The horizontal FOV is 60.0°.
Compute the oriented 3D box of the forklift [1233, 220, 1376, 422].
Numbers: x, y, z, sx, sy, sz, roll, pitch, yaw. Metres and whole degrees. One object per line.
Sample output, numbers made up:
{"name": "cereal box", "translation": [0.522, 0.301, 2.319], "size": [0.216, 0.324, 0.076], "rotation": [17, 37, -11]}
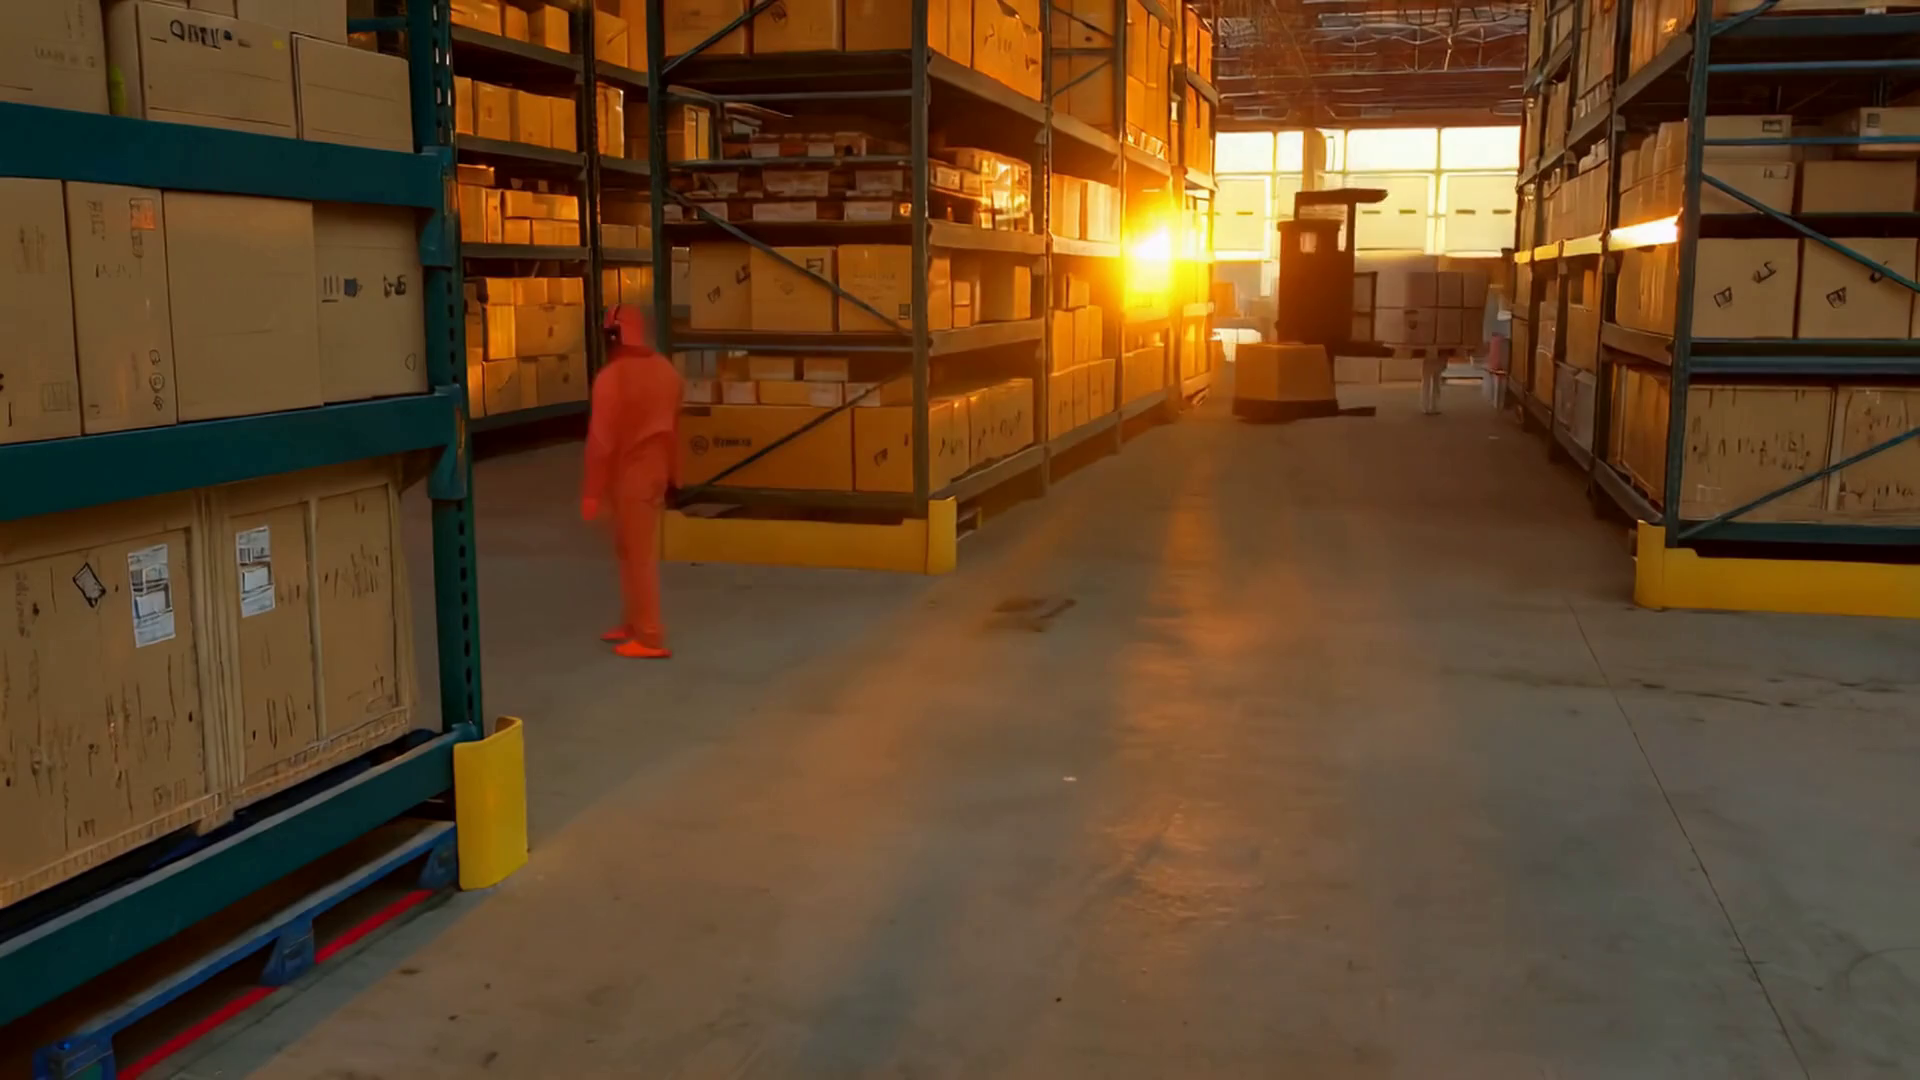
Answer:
{"name": "forklift", "translation": [4.933, -3.146, 23.759], "size": [1.873, 2.768, 1.129], "rotation": [-6, 11, -35]}

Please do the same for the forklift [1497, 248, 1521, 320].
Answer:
{"name": "forklift", "translation": [14.837, -6.388, 44.357], "size": [1.129, 2.768, 1.873], "rotation": [5, 10, 30]}

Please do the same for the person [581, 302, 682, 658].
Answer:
{"name": "person", "translation": [-1.835, -0.312, 8.876], "size": [0.657, 1.887, 0.673], "rotation": [3, 10, 21]}

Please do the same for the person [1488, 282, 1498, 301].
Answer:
{"name": "person", "translation": [14.866, -6.270, 46.686], "size": [0.571, 1.894, 0.931], "rotation": [0, 9, -3]}

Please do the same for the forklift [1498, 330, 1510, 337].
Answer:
{"name": "forklift", "translation": [10.330, -3.936, 28.776], "size": [1.873, 2.768, 1.129], "rotation": [2, 9, 15]}

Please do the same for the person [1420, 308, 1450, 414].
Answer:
{"name": "person", "translation": [7.089, -2.695, 24.818], "size": [0.513, 1.642, 0.311], "rotation": [-4, 10, -24]}

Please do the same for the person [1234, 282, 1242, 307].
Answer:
{"name": "person", "translation": [7.157, -5.784, 43.563], "size": [0.475, 1.927, 0.642], "rotation": [3, 10, 20]}
